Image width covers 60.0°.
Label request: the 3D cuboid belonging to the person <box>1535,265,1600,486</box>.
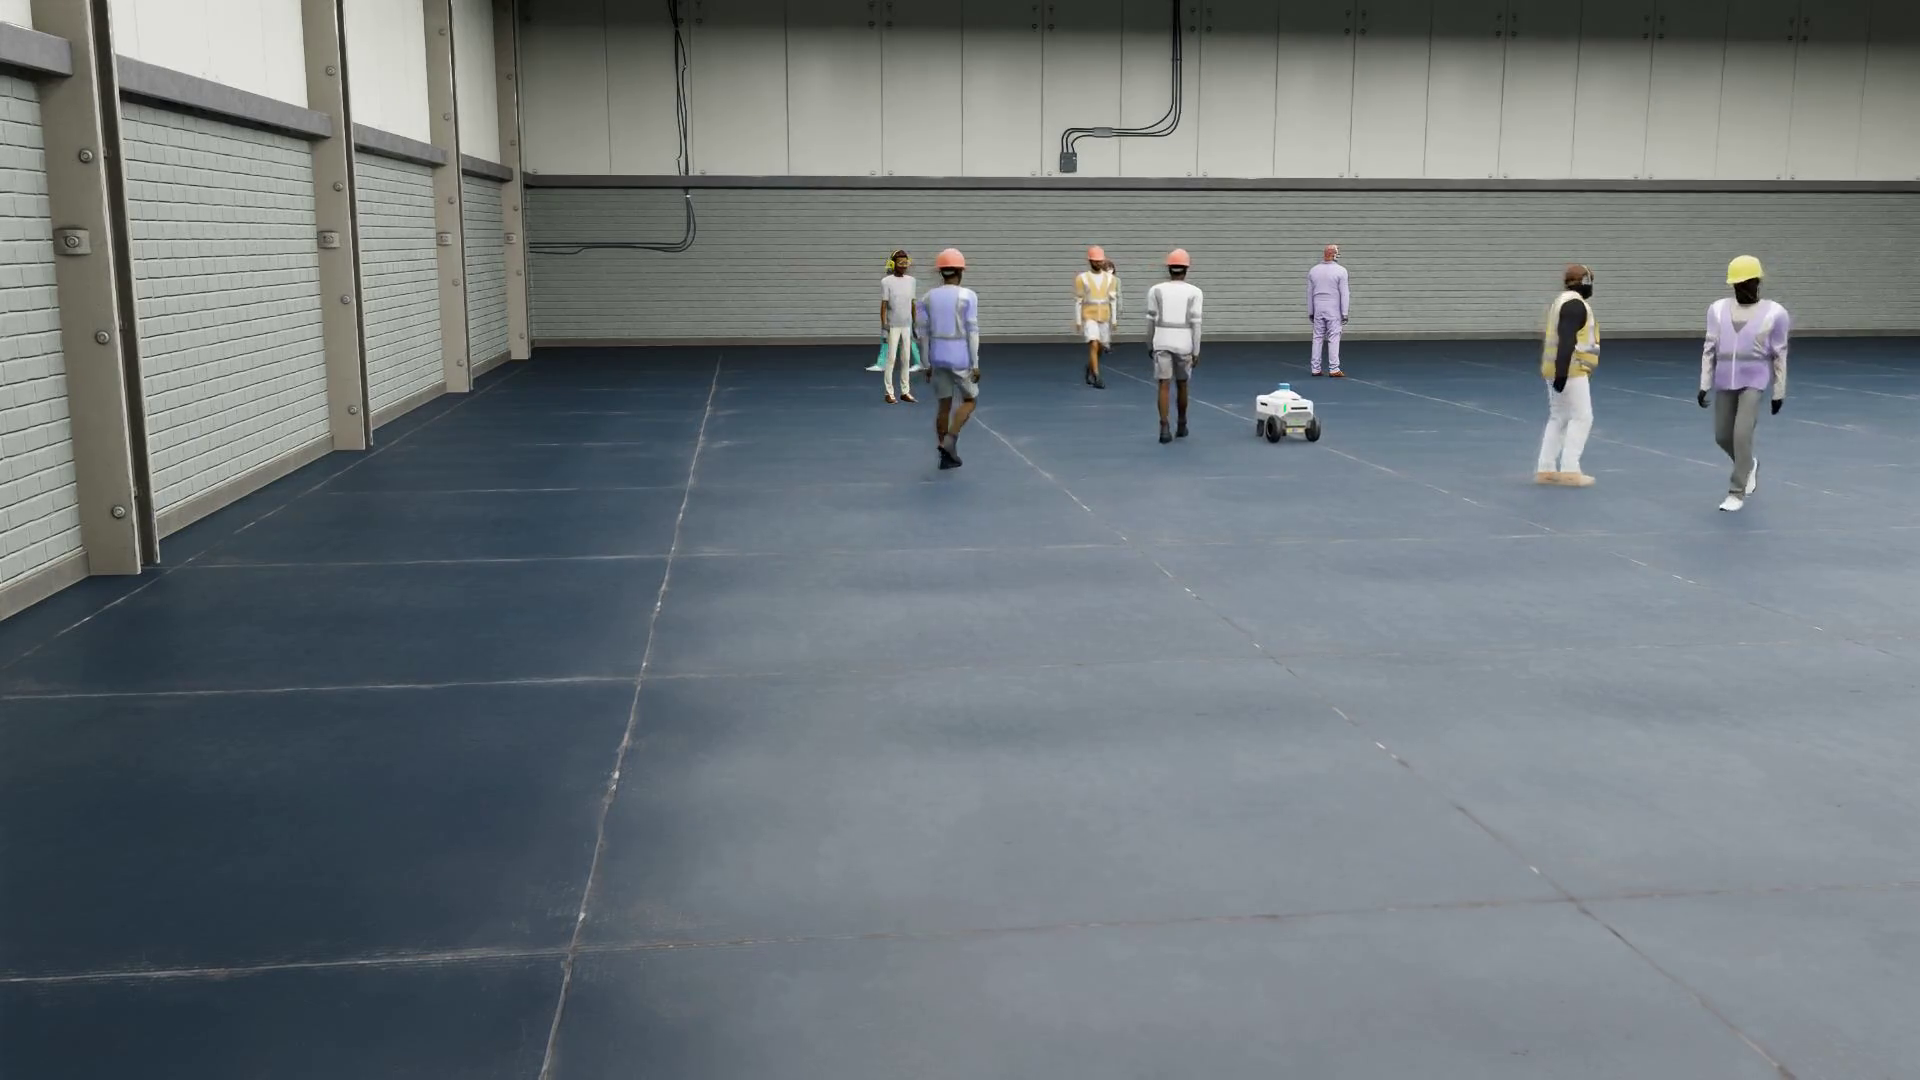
[{"bbox_3d":[4.999,-1.342,13.605,0.520,1.794,0.698,2,10,10],"label":"person"}]

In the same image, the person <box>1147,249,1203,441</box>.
[{"bbox_3d":[2.135,-1.937,16.560,0.546,1.904,0.863,2,10,10],"label":"person"}]

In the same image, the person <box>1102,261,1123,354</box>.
[{"bbox_3d":[2.568,-4.083,29.149,0.502,1.610,0.779,-3,11,-14],"label":"person"}]

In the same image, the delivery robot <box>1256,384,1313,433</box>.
[{"bbox_3d":[3.243,-1.321,16.630,0.477,0.478,0.707,-2,11,-13],"label":"delivery robot"}]

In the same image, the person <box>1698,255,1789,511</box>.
[{"bbox_3d":[5.904,-1.187,12.489,0.757,1.894,0.584,-9,14,-40],"label":"person"}]

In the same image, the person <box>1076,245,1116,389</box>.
[{"bbox_3d":[1.821,-3.018,22.483,0.551,1.910,0.845,-3,11,-14],"label":"person"}]

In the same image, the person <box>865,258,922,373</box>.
[{"bbox_3d":[-0.952,-3.354,24.835,0.904,1.714,0.540,-5,12,-27],"label":"person"}]

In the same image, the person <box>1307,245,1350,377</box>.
[{"bbox_3d":[5.347,-3.306,24.067,0.651,1.906,0.403,10,14,42],"label":"person"}]

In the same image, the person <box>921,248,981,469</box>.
[{"bbox_3d":[-0.078,-1.565,14.473,0.562,1.922,0.454,6,12,29],"label":"person"}]

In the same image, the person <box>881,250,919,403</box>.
[{"bbox_3d":[-0.737,-2.597,20.311,0.516,1.865,0.312,-7,13,-36],"label":"person"}]
